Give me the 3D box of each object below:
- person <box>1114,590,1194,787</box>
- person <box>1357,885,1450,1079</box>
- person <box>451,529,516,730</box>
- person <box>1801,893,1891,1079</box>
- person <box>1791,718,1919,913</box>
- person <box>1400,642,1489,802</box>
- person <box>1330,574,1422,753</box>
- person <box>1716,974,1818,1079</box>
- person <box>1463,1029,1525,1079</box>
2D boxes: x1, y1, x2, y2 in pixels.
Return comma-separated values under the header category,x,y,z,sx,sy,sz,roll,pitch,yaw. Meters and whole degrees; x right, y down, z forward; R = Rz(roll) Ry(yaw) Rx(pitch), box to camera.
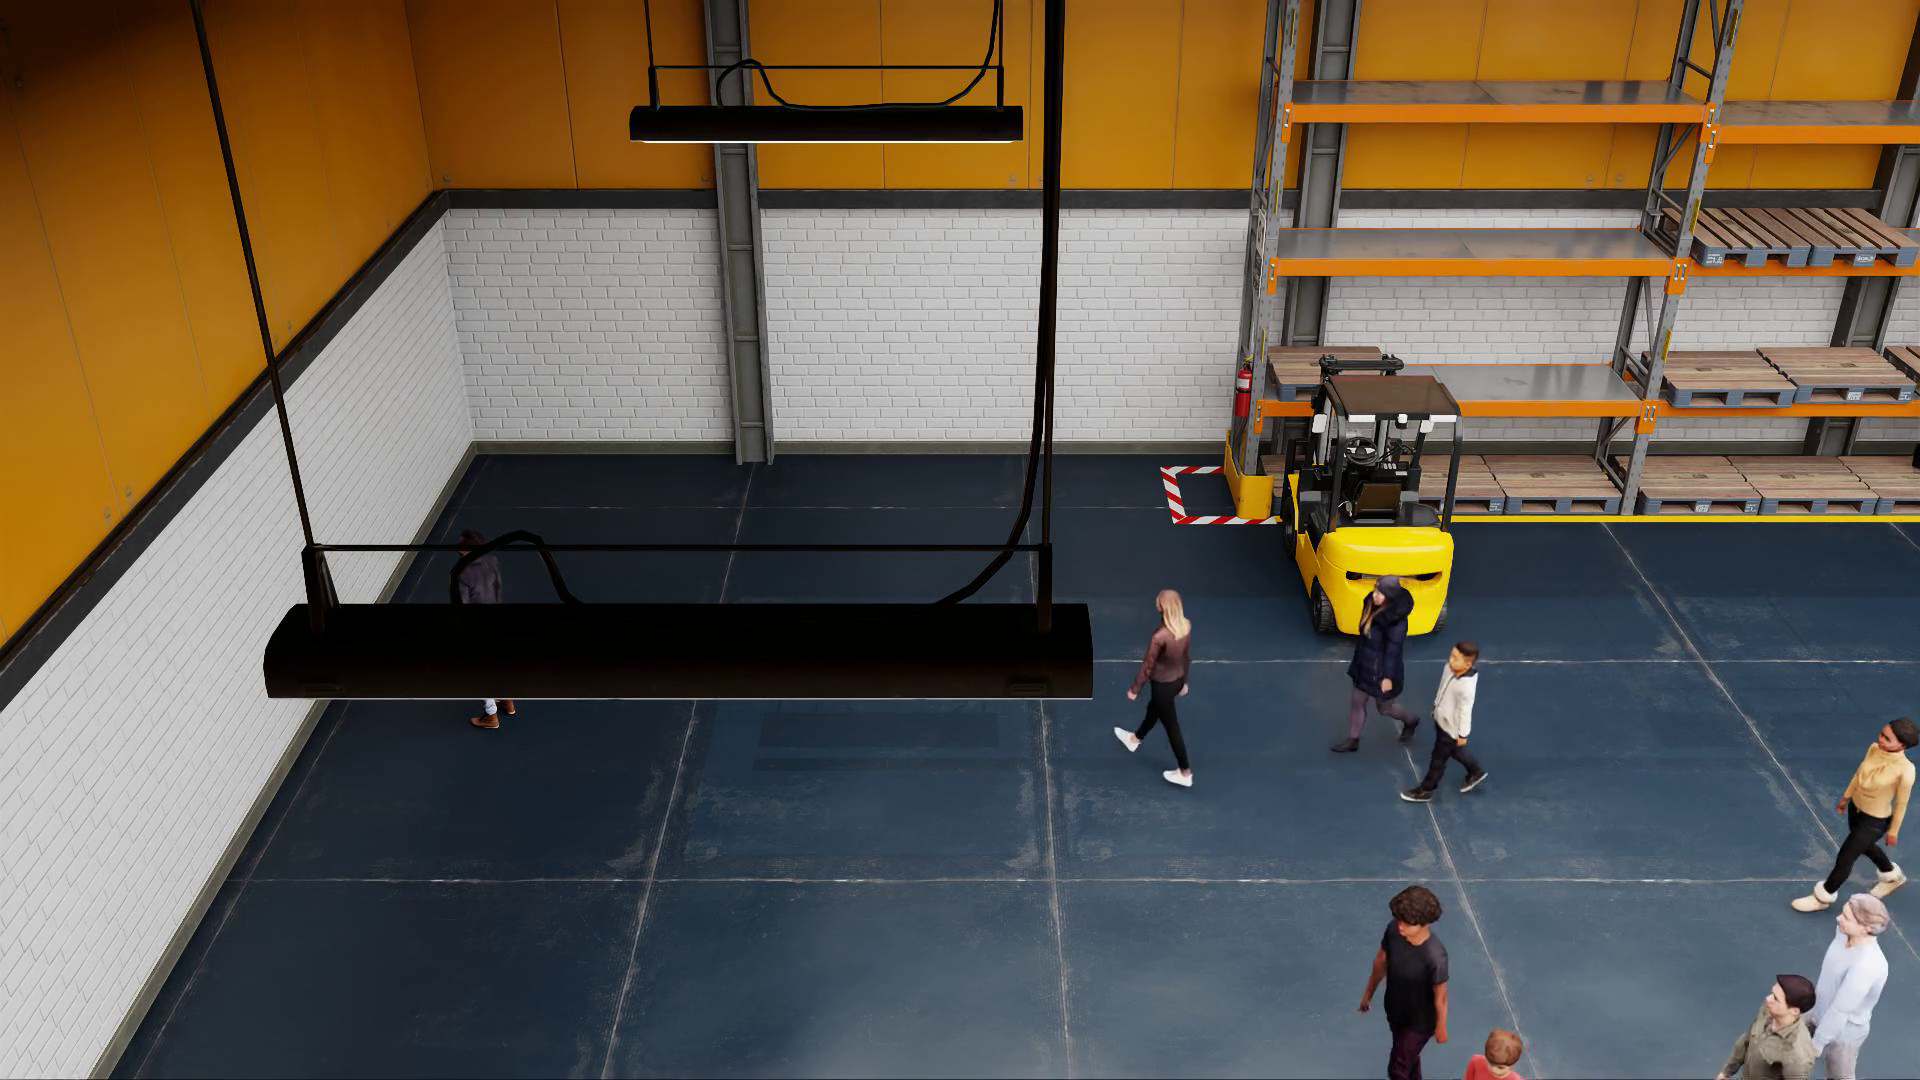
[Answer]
category,x,y,z,sx,sy,sz,roll,pitch,yaw
person,1.687,1.203,13.053,1.143,1.659,1.037,21,35,34
person,2.788,2.790,10.047,1.036,1.753,0.900,-14,32,-24
person,-3.946,0.717,13.761,0.712,1.834,0.734,13,31,23
person,5.252,2.865,9.794,1.118,1.863,0.828,5,29,9
person,6.491,1.941,11.733,1.102,1.629,0.655,-2,29,-4
person,3.878,1.405,12.914,0.953,1.438,0.633,-2,29,-4
person,3.448,1.016,13.401,1.103,1.655,0.850,-8,30,-14
person,4.583,3.176,9.268,1.159,1.821,0.830,4,29,8
person,3.037,3.286,9.509,0.826,1.397,0.857,23,36,35
